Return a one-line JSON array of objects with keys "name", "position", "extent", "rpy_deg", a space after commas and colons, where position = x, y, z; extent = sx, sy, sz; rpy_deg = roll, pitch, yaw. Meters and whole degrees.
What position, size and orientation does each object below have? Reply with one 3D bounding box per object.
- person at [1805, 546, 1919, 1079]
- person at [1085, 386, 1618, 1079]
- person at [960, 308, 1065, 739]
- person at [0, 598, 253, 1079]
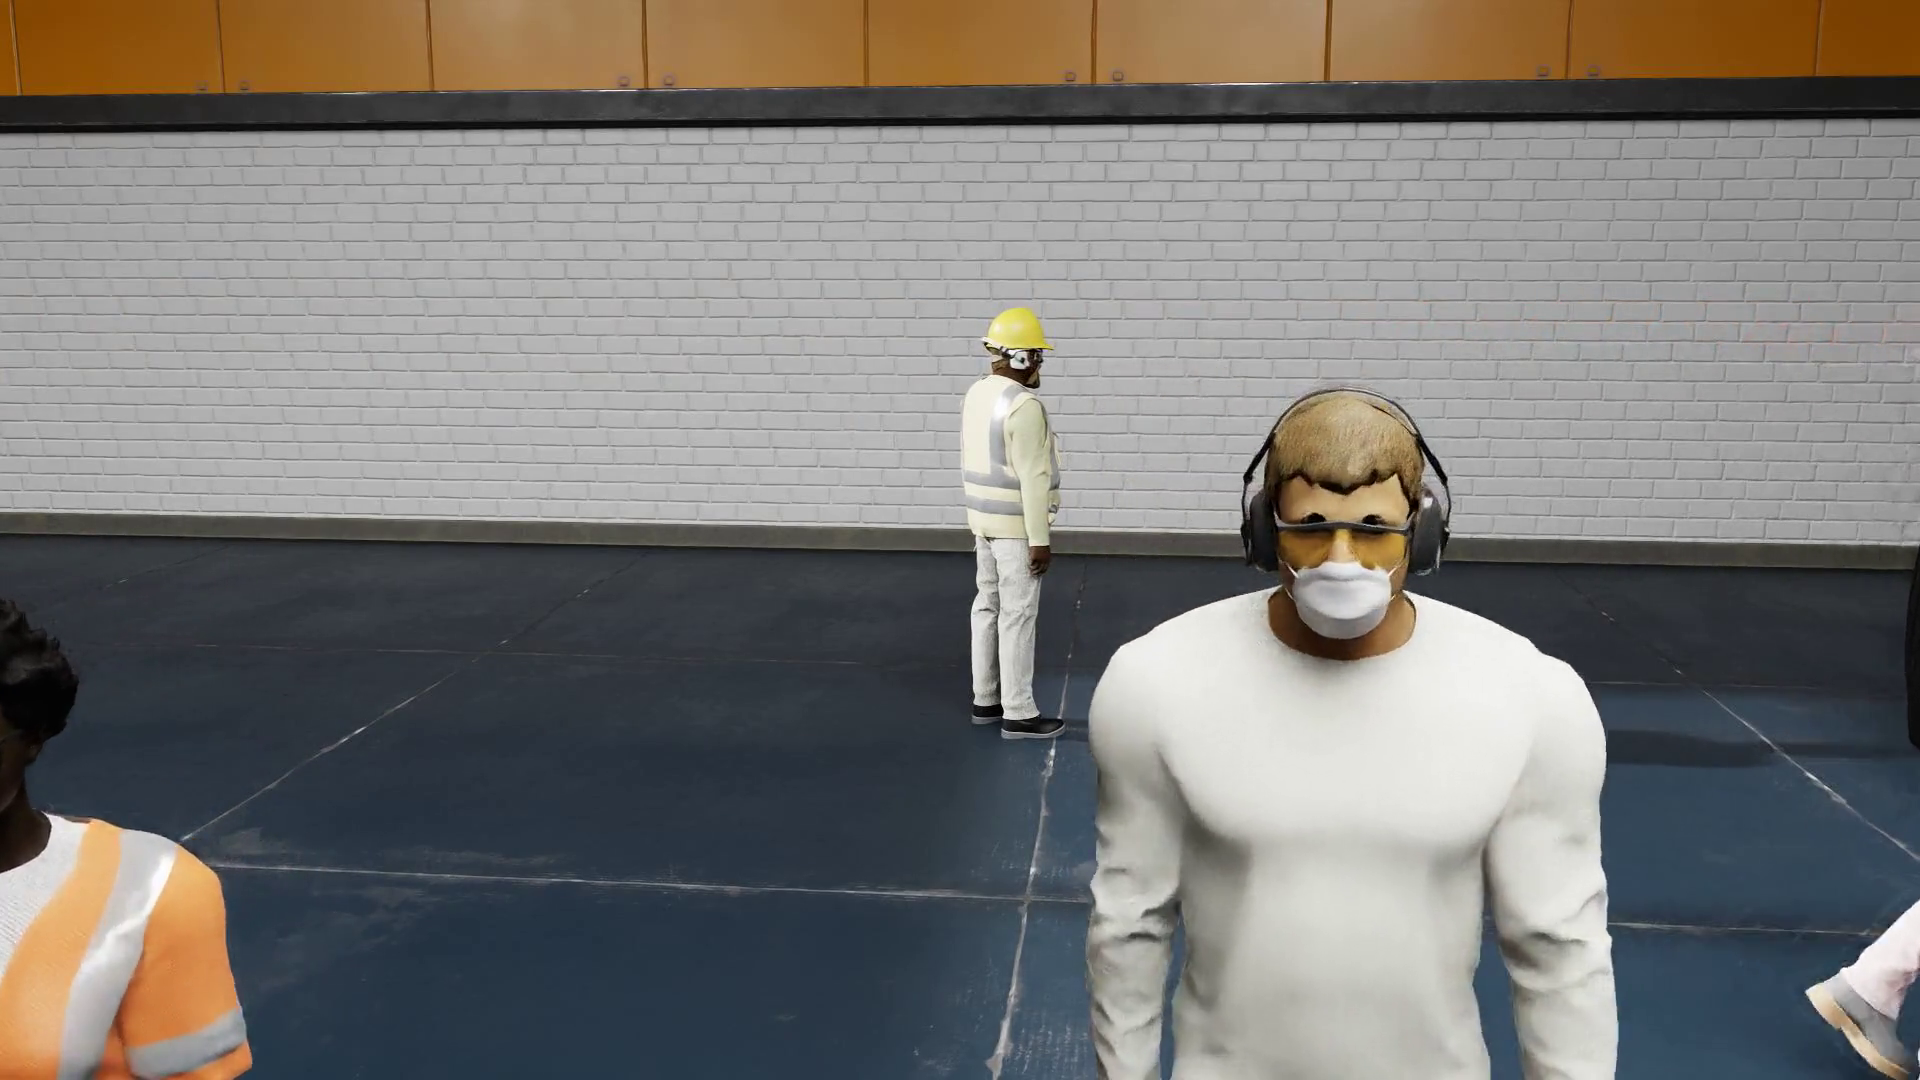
[{"name": "person", "position": [2.358, 0.432, 3.807], "extent": [0.462, 1.980, 0.653], "rpy_deg": [4, 11, 23]}, {"name": "person", "position": [0.463, 0.775, 2.043], "extent": [0.651, 1.903, 0.865], "rpy_deg": [1, 10, 8]}, {"name": "person", "position": [0.230, -0.070, 7.112], "extent": [0.404, 1.829, 0.600], "rpy_deg": [-5, 11, -26]}, {"name": "person", "position": [-1.135, 0.888, 2.016], "extent": [0.550, 1.686, 0.369], "rpy_deg": [-2, 10, -10]}]
